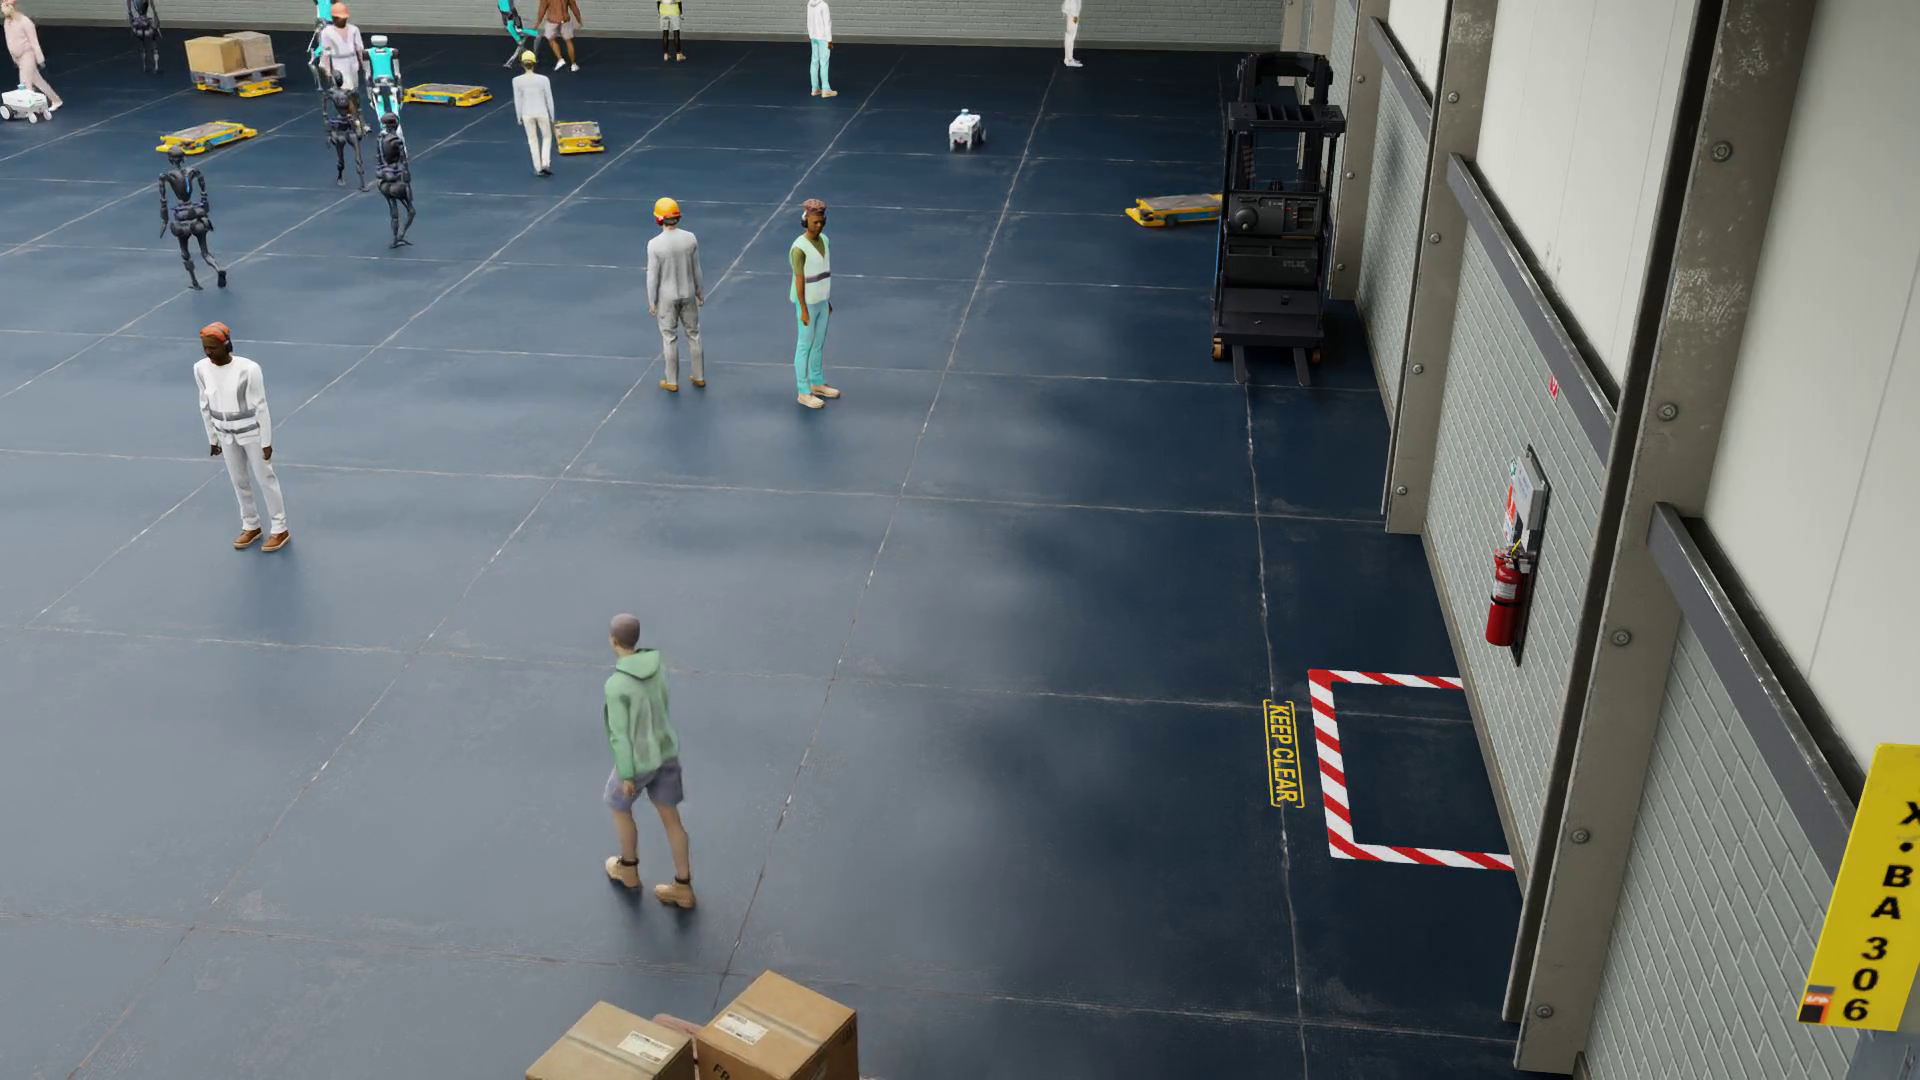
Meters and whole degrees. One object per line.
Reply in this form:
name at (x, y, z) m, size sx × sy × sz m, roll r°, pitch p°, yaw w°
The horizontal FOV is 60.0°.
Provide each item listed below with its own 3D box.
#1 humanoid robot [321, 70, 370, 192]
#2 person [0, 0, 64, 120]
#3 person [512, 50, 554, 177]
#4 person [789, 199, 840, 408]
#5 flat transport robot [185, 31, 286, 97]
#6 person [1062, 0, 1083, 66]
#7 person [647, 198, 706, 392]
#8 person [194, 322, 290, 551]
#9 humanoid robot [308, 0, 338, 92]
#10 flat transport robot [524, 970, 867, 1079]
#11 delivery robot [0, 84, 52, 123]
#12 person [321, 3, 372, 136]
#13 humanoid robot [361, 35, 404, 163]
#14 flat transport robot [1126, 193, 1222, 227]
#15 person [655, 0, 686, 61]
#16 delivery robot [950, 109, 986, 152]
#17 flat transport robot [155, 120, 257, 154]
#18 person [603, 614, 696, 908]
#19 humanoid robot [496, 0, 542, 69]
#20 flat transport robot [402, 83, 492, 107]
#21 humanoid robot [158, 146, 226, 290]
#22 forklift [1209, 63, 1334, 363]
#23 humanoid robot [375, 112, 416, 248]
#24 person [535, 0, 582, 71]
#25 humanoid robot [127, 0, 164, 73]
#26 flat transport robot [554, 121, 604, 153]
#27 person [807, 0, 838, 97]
humanoid robot at (-8.481, -5.648, 22.888) m, size 0.586 × 1.638 × 0.740 m, roll -20°, pitch 33°, yaw -34°
person at (-15.213, -7.859, 27.062) m, size 0.644 × 1.850 × 0.992 m, roll 15°, pitch 30°, yaw 28°
person at (-5.985, -5.987, 23.433) m, size 0.528 × 1.759 × 0.416 m, roll -6°, pitch 27°, yaw -12°
person at (-1.392, -2.252, 15.731) m, size 0.409 × 1.978 × 0.483 m, roll 14°, pitch 30°, yaw 26°
flat transport robot at (-12.546, -7.907, 28.924) m, size 1.431 × 0.231 × 0.659 m, roll 16°, pitch 31°, yaw 28°
person at (2.085, -9.765, 30.838) m, size 0.401 × 1.879 × 0.498 m, roll -1°, pitch 27°, yaw -2°
person at (-2.738, -2.371, 16.068) m, size 0.576 × 1.889 × 0.374 m, roll -15°, pitch 30°, yaw -27°
person at (-5.605, -0.803, 12.957) m, size 0.565 × 1.876 × 0.351 m, roll 5°, pitch 27°, yaw 9°
humanoid robot at (-11.097, -8.653, 28.765) m, size 0.565 × 1.749 × 0.854 m, roll 15°, pitch 30°, yaw 27°
flat transport robot at (-1.069, 2.830, 7.490) m, size 0.659 × 0.231 × 1.431 m, roll 11°, pitch 29°, yaw 21°
delivery robot at (-15.146, -7.059, 26.932) m, size 0.803 × 0.614 × 0.499 m, roll 13°, pitch 29°, yaw 24°
person at (-9.518, -7.341, 25.891) m, size 1.054 × 1.978 × 0.614 m, roll 23°, pitch 35°, yaw 38°
humanoid robot at (-8.356, -6.390, 24.320) m, size 0.549 × 1.820 × 0.887 m, roll -11°, pitch 29°, yaw -20°
flat transport robot at (2.953, -4.312, 21.746) m, size 1.431 × 0.231 × 0.659 m, roll -6°, pitch 27°, yaw -13°
person at (-5.450, -9.887, 31.280) m, size 0.536 × 1.695 × 0.321 m, roll 8°, pitch 28°, yaw 16°
delivery robot at (0.084, -6.235, 25.263) m, size 0.499 × 0.592 × 0.791 m, roll 6°, pitch 27°, yaw 12°
flat transport robot at (-11.519, -6.152, 25.419) m, size 0.659 × 0.231 × 1.431 m, roll 9°, pitch 28°, yaw 17°
person at (-1.747, 1.207, 9.131) m, size 0.751 × 1.682 × 0.493 m, roll 18°, pitch 32°, yaw 32°
humanoid robot at (-8.028, -9.440, 30.341) m, size 1.010 × 1.719 × 0.540 m, roll -24°, pitch 35°, yaw -39°
flat transport robot at (-8.741, -7.550, 28.211) m, size 1.431 × 0.231 × 0.659 m, roll 8°, pitch 28°, yaw 15°
humanoid robot at (-8.709, -3.613, 18.796) m, size 0.555 × 1.643 × 0.606 m, roll 19°, pitch 32°, yaw 33°
forklift at (3.241, -3.477, 17.183) m, size 1.129 × 2.768 × 1.873 m, roll 3°, pitch 27°, yaw 6°
humanoid robot at (-6.939, -4.397, 20.355) m, size 0.610 × 1.642 × 0.354 m, roll 18°, pitch 32°, yaw 32°
person at (-7.304, -9.468, 30.298) m, size 0.872 × 1.834 × 0.451 m, roll -16°, pitch 31°, yaw -28°
humanoid robot at (-14.787, -9.291, 30.125) m, size 0.608 × 1.633 × 0.423 m, roll 5°, pitch 27°, yaw 10°
flat transport robot at (-5.843, -6.176, 25.468) m, size 0.659 × 0.231 × 1.431 m, roll -7°, pitch 27°, yaw -13°
person at (-2.380, -8.547, 28.364) m, size 0.498 × 1.914 × 0.358 m, roll 22°, pitch 34°, yaw 37°
